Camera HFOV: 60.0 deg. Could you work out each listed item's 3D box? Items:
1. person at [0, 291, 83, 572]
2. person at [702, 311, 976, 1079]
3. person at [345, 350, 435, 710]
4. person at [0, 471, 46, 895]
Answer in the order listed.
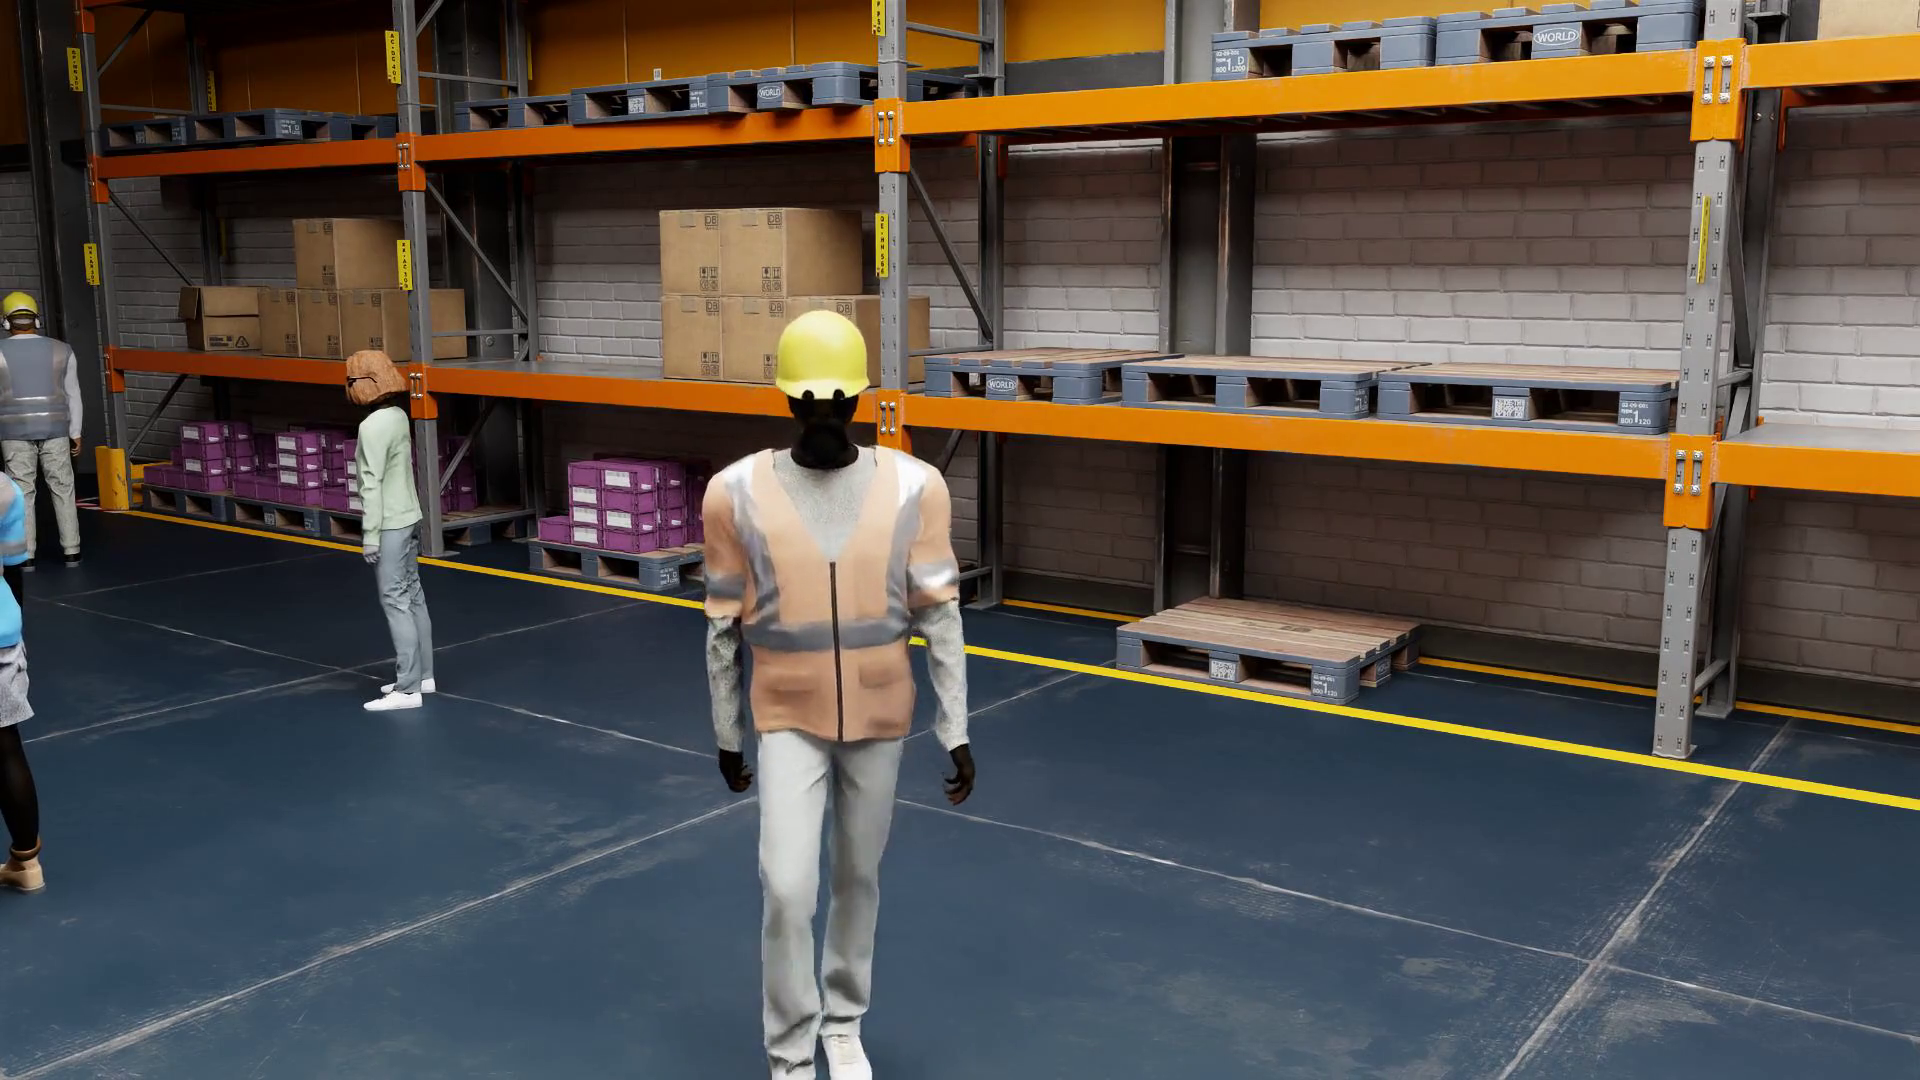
[{"bbox_3d":[-6.058,-0.704,10.877,0.586,1.825,0.403,-7,12,-37],"label":"person"},{"bbox_3d":[-0.273,0.432,3.863,0.610,1.902,0.711,-2,10,-11],"label":"person"},{"bbox_3d":[-2.601,-0.046,7.559,0.288,1.626,0.497,-1,10,-4],"label":"person"},{"bbox_3d":[-3.118,0.326,5.149,0.324,1.688,0.526,4,10,24],"label":"person"}]
